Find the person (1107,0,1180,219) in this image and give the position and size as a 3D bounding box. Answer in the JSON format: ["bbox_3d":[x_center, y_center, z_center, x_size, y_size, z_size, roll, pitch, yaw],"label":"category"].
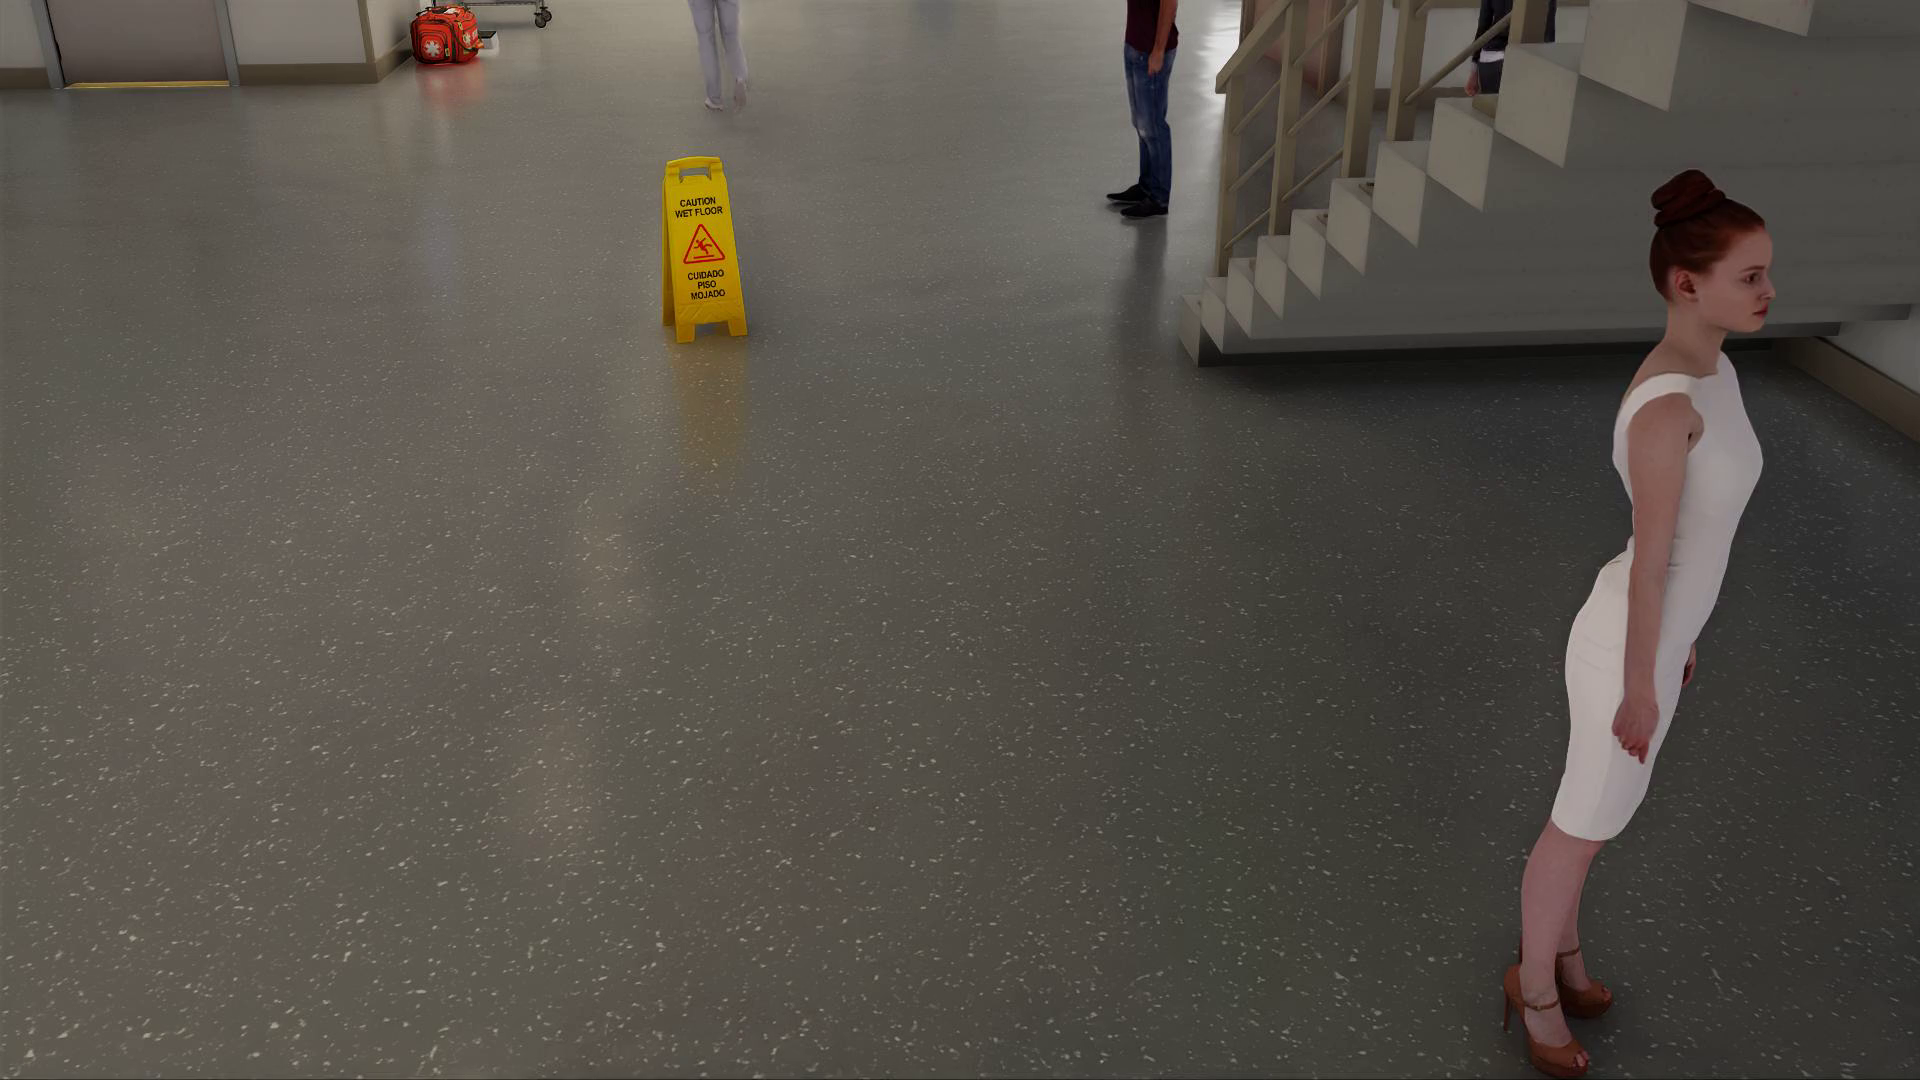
[{"bbox_3d":[1.047,-2.721,9.112,0.702,1.850,0.464,-2,26,-5],"label":"person"}]

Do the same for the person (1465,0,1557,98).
[{"bbox_3d":[2.660,-2.267,8.286,0.959,1.750,1.132,-12,28,-24],"label":"person"}]

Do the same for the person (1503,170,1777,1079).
[{"bbox_3d":[1.242,0.215,3.091,0.686,1.793,0.596,15,30,29],"label":"person"}]

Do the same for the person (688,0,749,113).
[{"bbox_3d":[-1.695,-3.885,11.499,0.765,1.873,0.918,-8,27,-17],"label":"person"}]
